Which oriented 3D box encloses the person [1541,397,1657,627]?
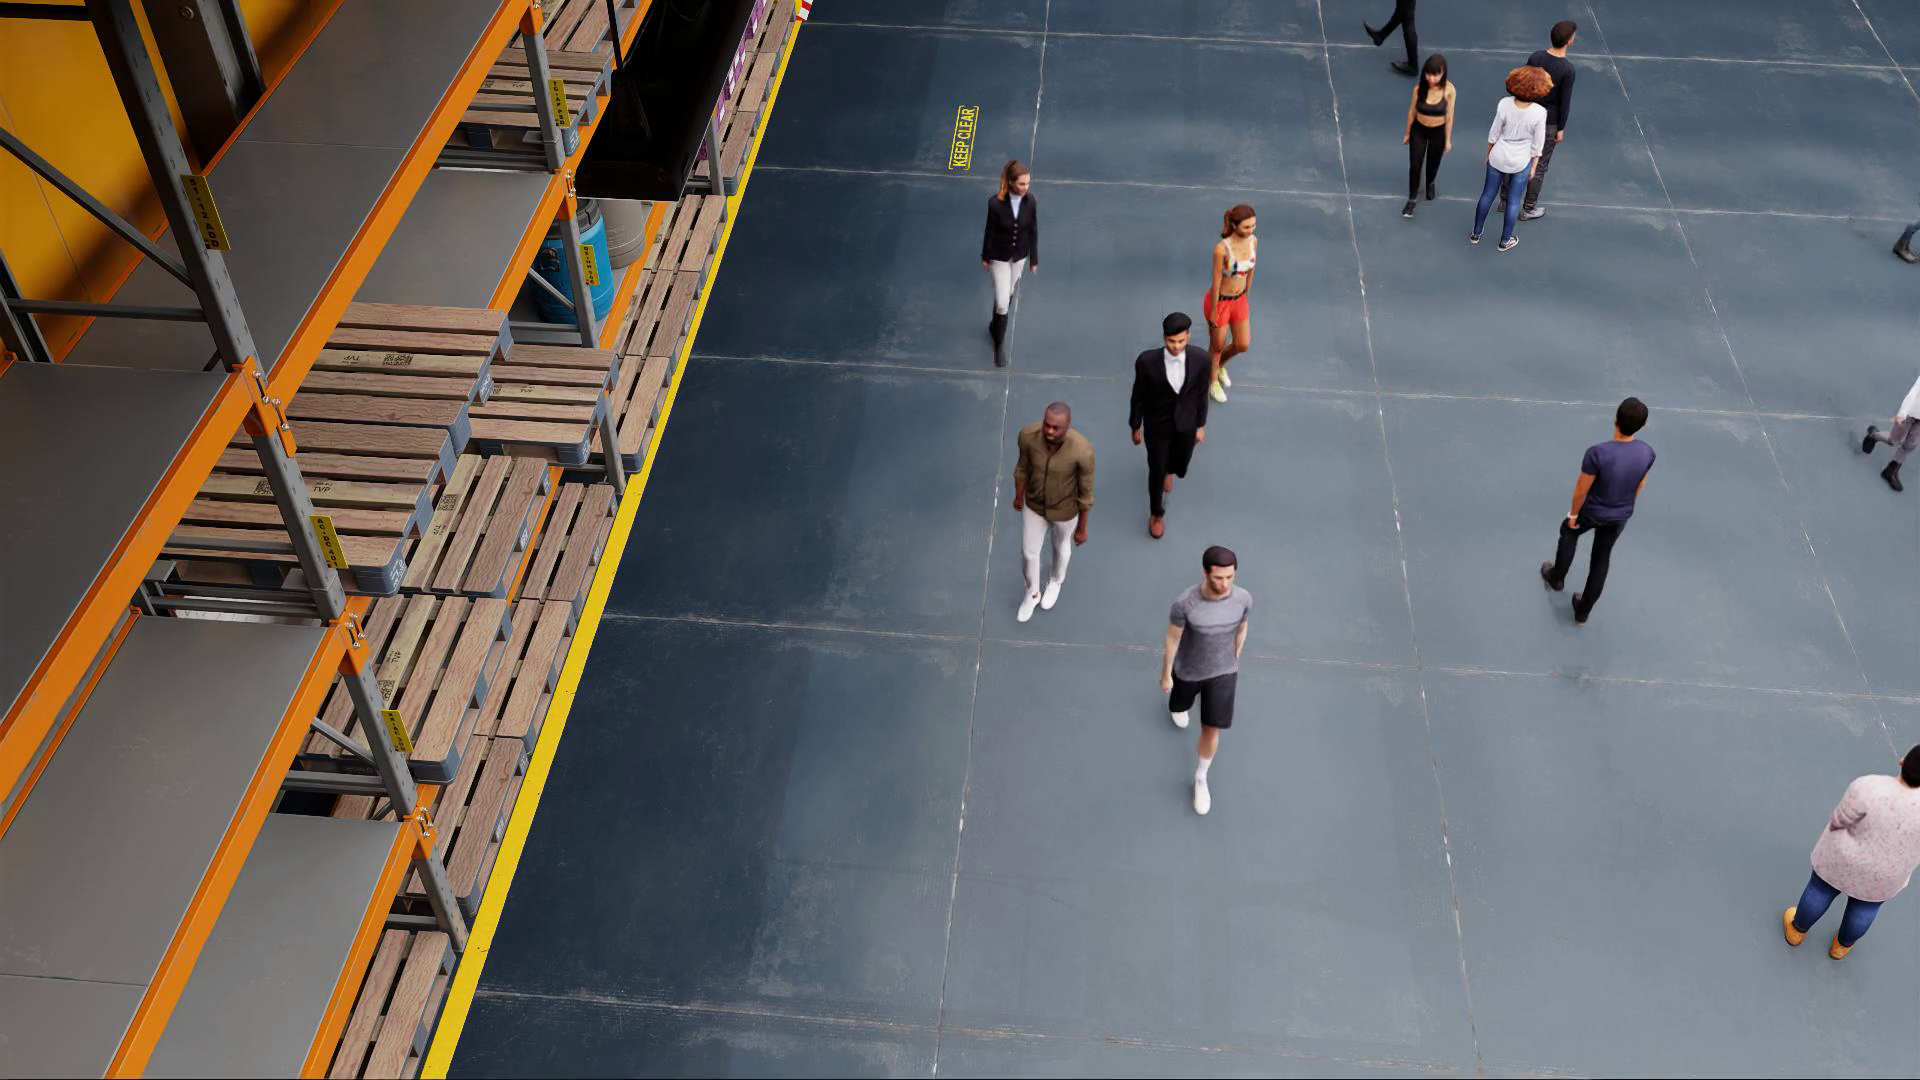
[{"bbox_3d":[4.312,-0.128,11.097,0.665,1.769,0.780,3,44,3],"label":"person"}]

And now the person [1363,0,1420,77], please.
[{"bbox_3d":[4.624,-5.591,16.751,1.223,1.881,1.284,-30,51,-28],"label":"person"}]

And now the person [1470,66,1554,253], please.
[{"bbox_3d":[4.803,-3.334,14.503,0.746,1.713,0.768,26,49,24],"label":"person"}]

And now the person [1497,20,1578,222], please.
[{"bbox_3d":[5.162,-3.731,14.806,0.762,1.870,0.712,-32,52,-29],"label":"person"}]

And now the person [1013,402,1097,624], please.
[{"bbox_3d":[0.649,-0.277,11.223,0.848,1.812,0.841,15,46,15],"label":"person"}]

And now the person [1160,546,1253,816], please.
[{"bbox_3d":[1.464,0.698,10.179,0.751,1.840,1.218,-1,44,-1],"label":"person"}]

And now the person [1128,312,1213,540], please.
[{"bbox_3d":[1.490,-0.894,11.827,0.757,1.871,0.926,-1,44,-1],"label":"person"}]

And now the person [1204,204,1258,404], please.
[{"bbox_3d":[2.025,-1.879,12.929,0.709,1.777,0.763,-19,47,-19],"label":"person"}]

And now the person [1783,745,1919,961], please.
[{"bbox_3d":[5.024,1.713,9.184,0.777,1.743,0.759,19,47,19],"label":"person"}]

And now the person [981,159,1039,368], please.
[{"bbox_3d":[0.374,-2.316,13.443,0.754,1.701,0.931,-9,44,-9],"label":"person"}]

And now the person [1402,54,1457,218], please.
[{"bbox_3d":[4.225,-3.668,14.924,0.721,1.617,0.879,15,46,15],"label":"person"}]

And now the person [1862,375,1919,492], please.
[{"bbox_3d":[7.086,-0.992,12.376,0.598,1.257,0.794,-4,44,-5],"label":"person"}]
